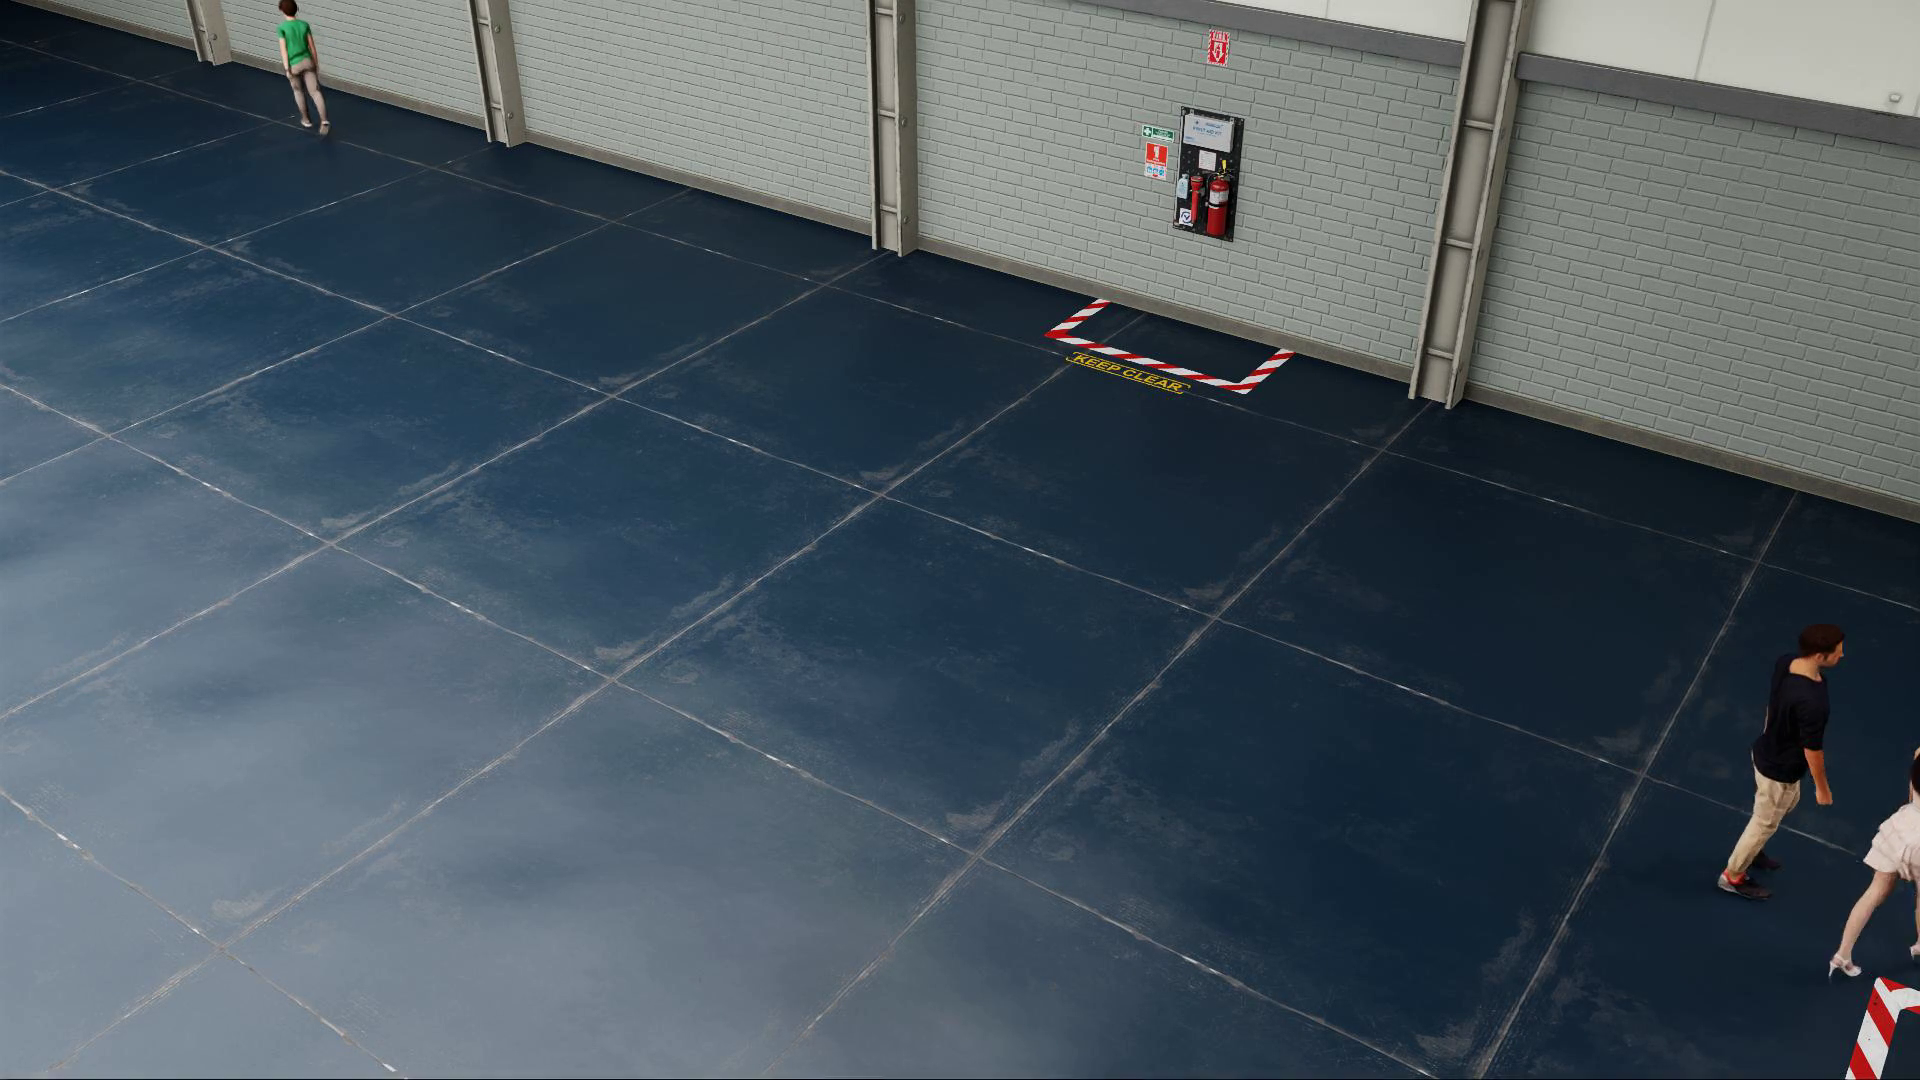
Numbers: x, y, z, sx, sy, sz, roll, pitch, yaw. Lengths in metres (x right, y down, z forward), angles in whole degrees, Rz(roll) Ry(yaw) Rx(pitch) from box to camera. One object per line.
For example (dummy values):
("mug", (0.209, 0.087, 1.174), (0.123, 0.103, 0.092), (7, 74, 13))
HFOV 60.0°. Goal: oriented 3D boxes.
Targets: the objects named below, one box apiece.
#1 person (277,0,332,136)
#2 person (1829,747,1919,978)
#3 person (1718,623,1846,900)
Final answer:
("person", (-8.045, -5.786, 20.411), (0.832, 1.621, 1.161), (-21, 38, -29))
("person", (4.841, 1.614, 8.600), (0.996, 1.705, 0.940), (-7, 33, -10))
("person", (4.398, 1.217, 9.101), (0.752, 1.842, 0.755), (6, 33, 10))
